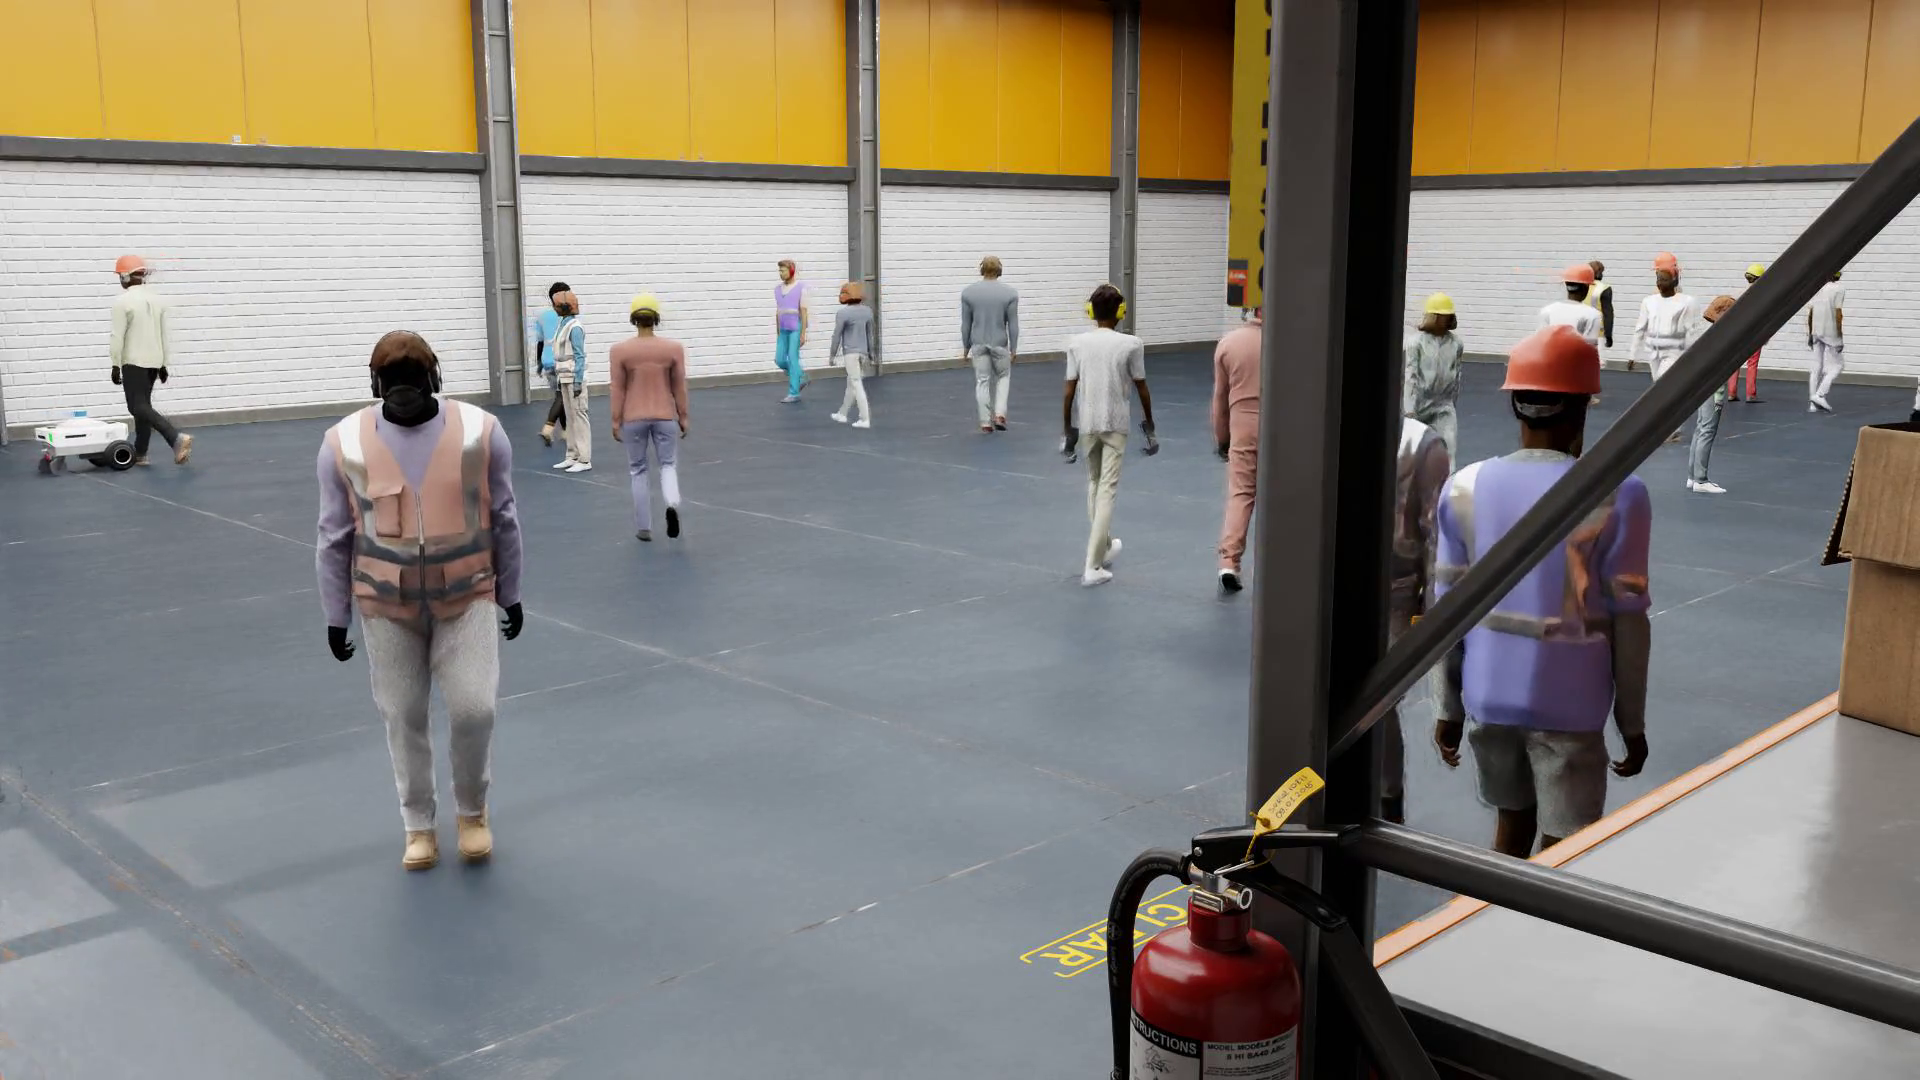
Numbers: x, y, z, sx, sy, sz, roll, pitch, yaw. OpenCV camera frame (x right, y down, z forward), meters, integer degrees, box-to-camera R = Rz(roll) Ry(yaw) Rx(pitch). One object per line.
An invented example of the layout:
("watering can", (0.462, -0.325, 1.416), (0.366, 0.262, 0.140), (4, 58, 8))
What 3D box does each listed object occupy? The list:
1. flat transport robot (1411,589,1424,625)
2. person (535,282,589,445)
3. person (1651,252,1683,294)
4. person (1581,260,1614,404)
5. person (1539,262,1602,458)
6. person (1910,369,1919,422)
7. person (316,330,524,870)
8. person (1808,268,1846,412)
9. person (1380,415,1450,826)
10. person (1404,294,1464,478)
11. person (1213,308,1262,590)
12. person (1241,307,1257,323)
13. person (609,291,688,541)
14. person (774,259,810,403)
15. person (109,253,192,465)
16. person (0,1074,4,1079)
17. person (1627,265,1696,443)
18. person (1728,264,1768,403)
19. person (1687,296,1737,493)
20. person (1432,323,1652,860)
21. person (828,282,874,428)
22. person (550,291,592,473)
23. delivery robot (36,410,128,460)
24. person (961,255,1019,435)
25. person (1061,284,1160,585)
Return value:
("flat transport robot", (3.001, 0.283, 9.428), (1.431, 0.197, 0.652), (-3, 11, -19))
("person", (-4.129, -1.799, 17.026), (0.547, 1.675, 0.794), (4, 11, 22))
("person", (8.449, -2.476, 19.964), (0.389, 1.924, 0.548), (4, 11, 19))
("person", (7.836, -2.572, 20.769), (0.634, 1.820, 0.638), (-5, 11, -25))
("person", (5.043, -1.361, 13.928), (0.807, 1.918, 0.551), (-10, 14, -42))
("person", (7.122, -0.980, 11.839), (0.471, 1.911, 0.594), (-4, 11, -21))
("person", (-1.795, 0.216, 5.555), (0.661, 1.823, 0.481), (-3, 11, -15))
("person", (10.479, -2.465, 20.077), (0.386, 1.859, 0.548), (-4, 11, -20))
("person", (1.347, 0.190, 5.707), (0.623, 1.817, 0.419), (7, 12, 33))
("person", (3.608, -1.027, 12.684), (0.497, 1.684, 0.926), (-2, 11, -10))
("person", (1.841, -0.636, 10.120), (0.664, 1.865, 0.984), (5, 11, 23))
("person", (4.772, -3.658, 26.595), (0.511, 1.860, 0.313), (1, 10, 4))
("person", (-2.143, -0.836, 11.487), (0.539, 1.752, 0.537), (-4, 11, -19))
("person", (-2.146, -2.664, 21.269), (0.563, 1.828, 0.447), (9, 14, 39))
("person", (-7.467, -1.639, 15.285), (0.834, 1.974, 0.617), (2, 11, 12))
("person", (-1.198, 0.985, 1.810), (0.539, 1.666, 0.837), (1, 10, 8))
("person", (7.101, -1.865, 16.885), (1.001, 1.828, 0.603), (-7, 12, -32))
("person", (10.099, -2.635, 21.267), (0.326, 1.767, 0.533), (-7, 12, -32))
("person", (6.294, -1.215, 13.879), (0.276, 1.631, 0.507), (3, 11, 14))
("person", (1.436, 0.410, 4.259), (0.552, 1.916, 0.806), (10, 14, 44))
("person", (-1.273, -2.069, 18.594), (0.776, 1.597, 0.526), (9, 13, 39))
("person", (-3.514, -1.430, 15.045), (0.314, 1.636, 0.515), (-6, 12, -29))
("delivery robot", (-7.930, -0.933, 15.030), (0.477, 0.478, 0.707), (9, 14, 40))
("person", (0.321, -2.084, 17.846), (0.629, 1.925, 0.446), (1, 10, 6))
("person", (0.962, -0.674, 10.419), (0.540, 1.826, 0.942), (6, 12, 28))
